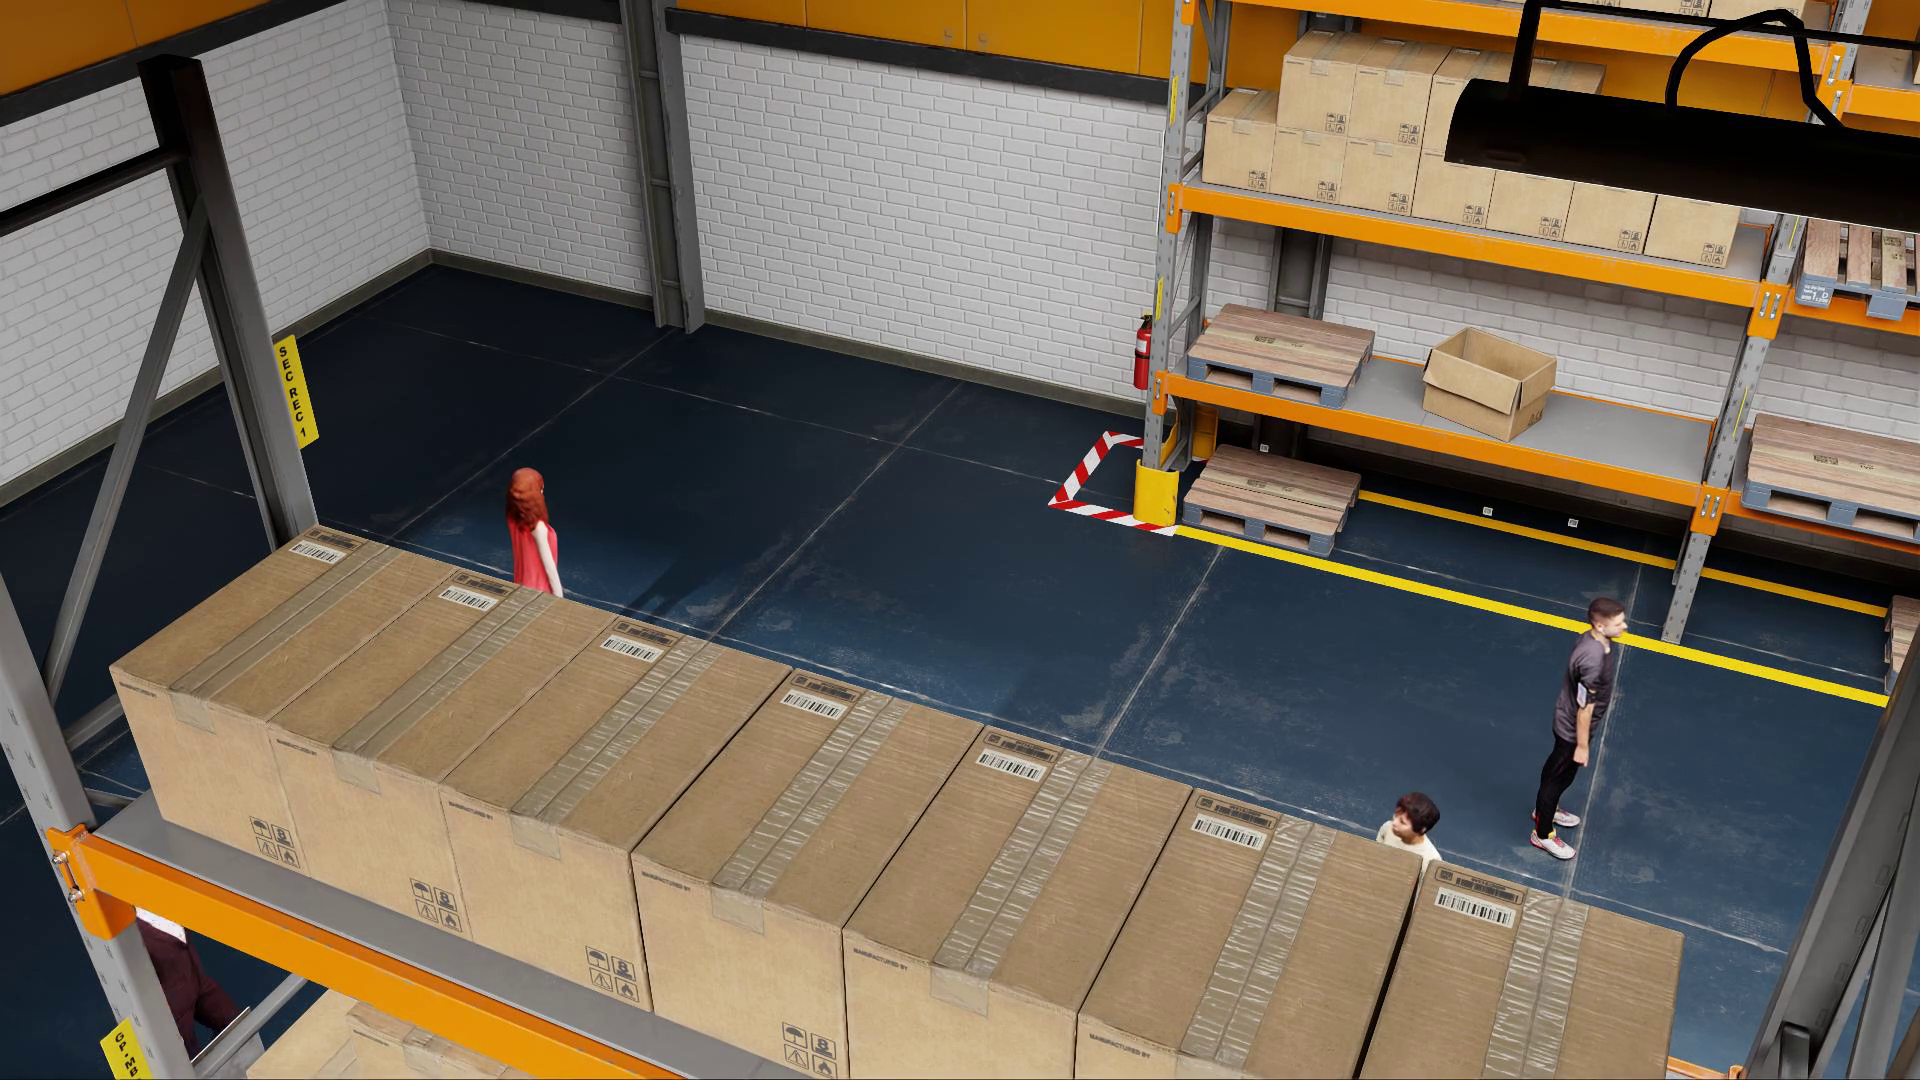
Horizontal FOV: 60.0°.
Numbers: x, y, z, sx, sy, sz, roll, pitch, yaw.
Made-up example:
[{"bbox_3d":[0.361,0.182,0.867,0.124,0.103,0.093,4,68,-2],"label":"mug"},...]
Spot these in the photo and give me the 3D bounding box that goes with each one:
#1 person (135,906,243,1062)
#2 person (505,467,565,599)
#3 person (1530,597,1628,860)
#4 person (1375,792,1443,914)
[{"bbox_3d":[-3.918,2.210,8.102,0.810,1.852,0.823,0,34,-1],"label":"person"},{"bbox_3d":[-2.797,0.327,10.960,0.719,1.823,0.569,-29,43,-36],"label":"person"},{"bbox_3d":[3.664,1.083,9.877,0.529,1.764,0.631,14,36,20],"label":"person"},{"bbox_3d":[2.359,1.942,8.773,1.070,1.554,0.997,-10,35,-15],"label":"person"}]
